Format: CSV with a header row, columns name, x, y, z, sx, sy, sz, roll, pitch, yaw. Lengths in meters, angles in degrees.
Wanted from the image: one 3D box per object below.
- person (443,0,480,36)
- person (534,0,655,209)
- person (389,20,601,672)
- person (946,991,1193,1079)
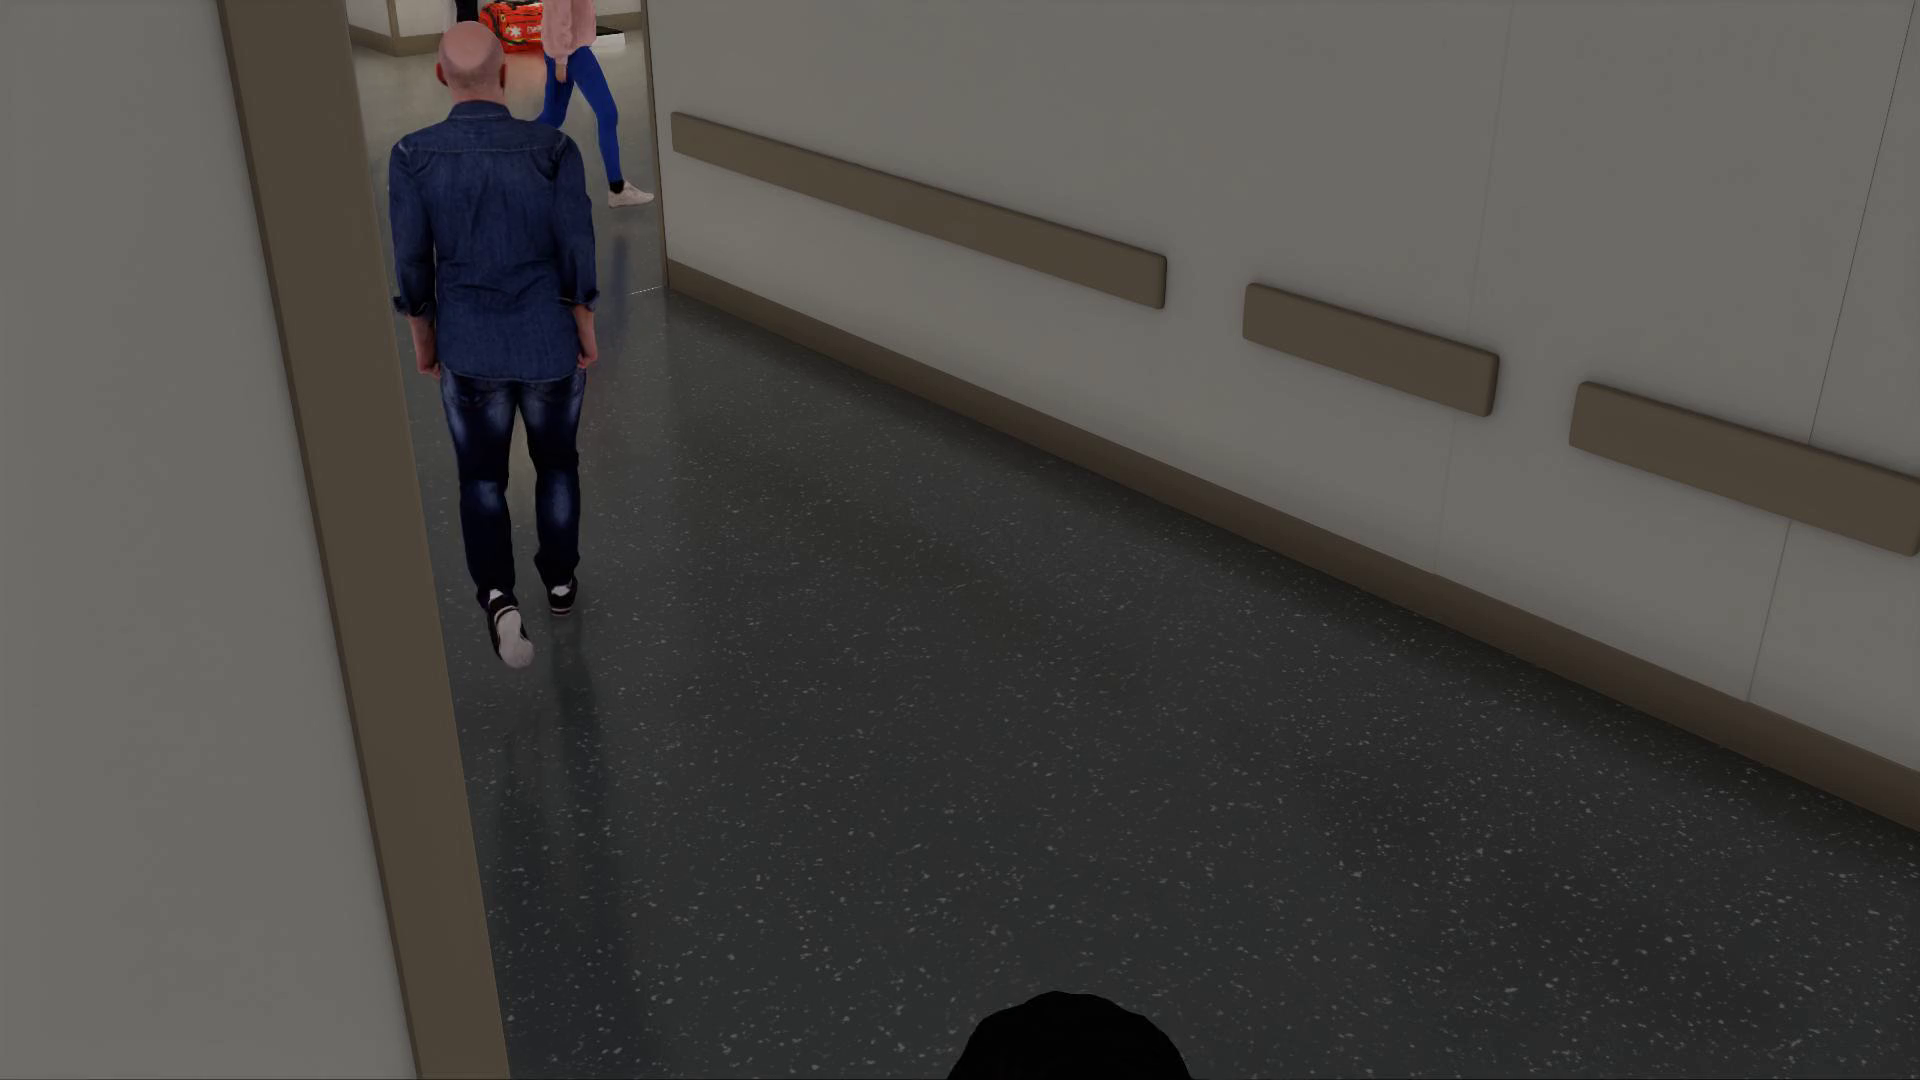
name,x,y,z,sx,sy,sz,roll,pitch,yaw
person,-3.856,-4.394,12.658,0.565,1.890,0.681,-19,32,-34
person,-2.273,-2.663,9.255,1.238,1.727,0.897,-9,27,-18
person,-1.266,-0.494,4.672,1.128,1.800,1.073,-6,26,-12
person,0.148,1.082,1.552,1.152,1.673,1.250,3,26,7
